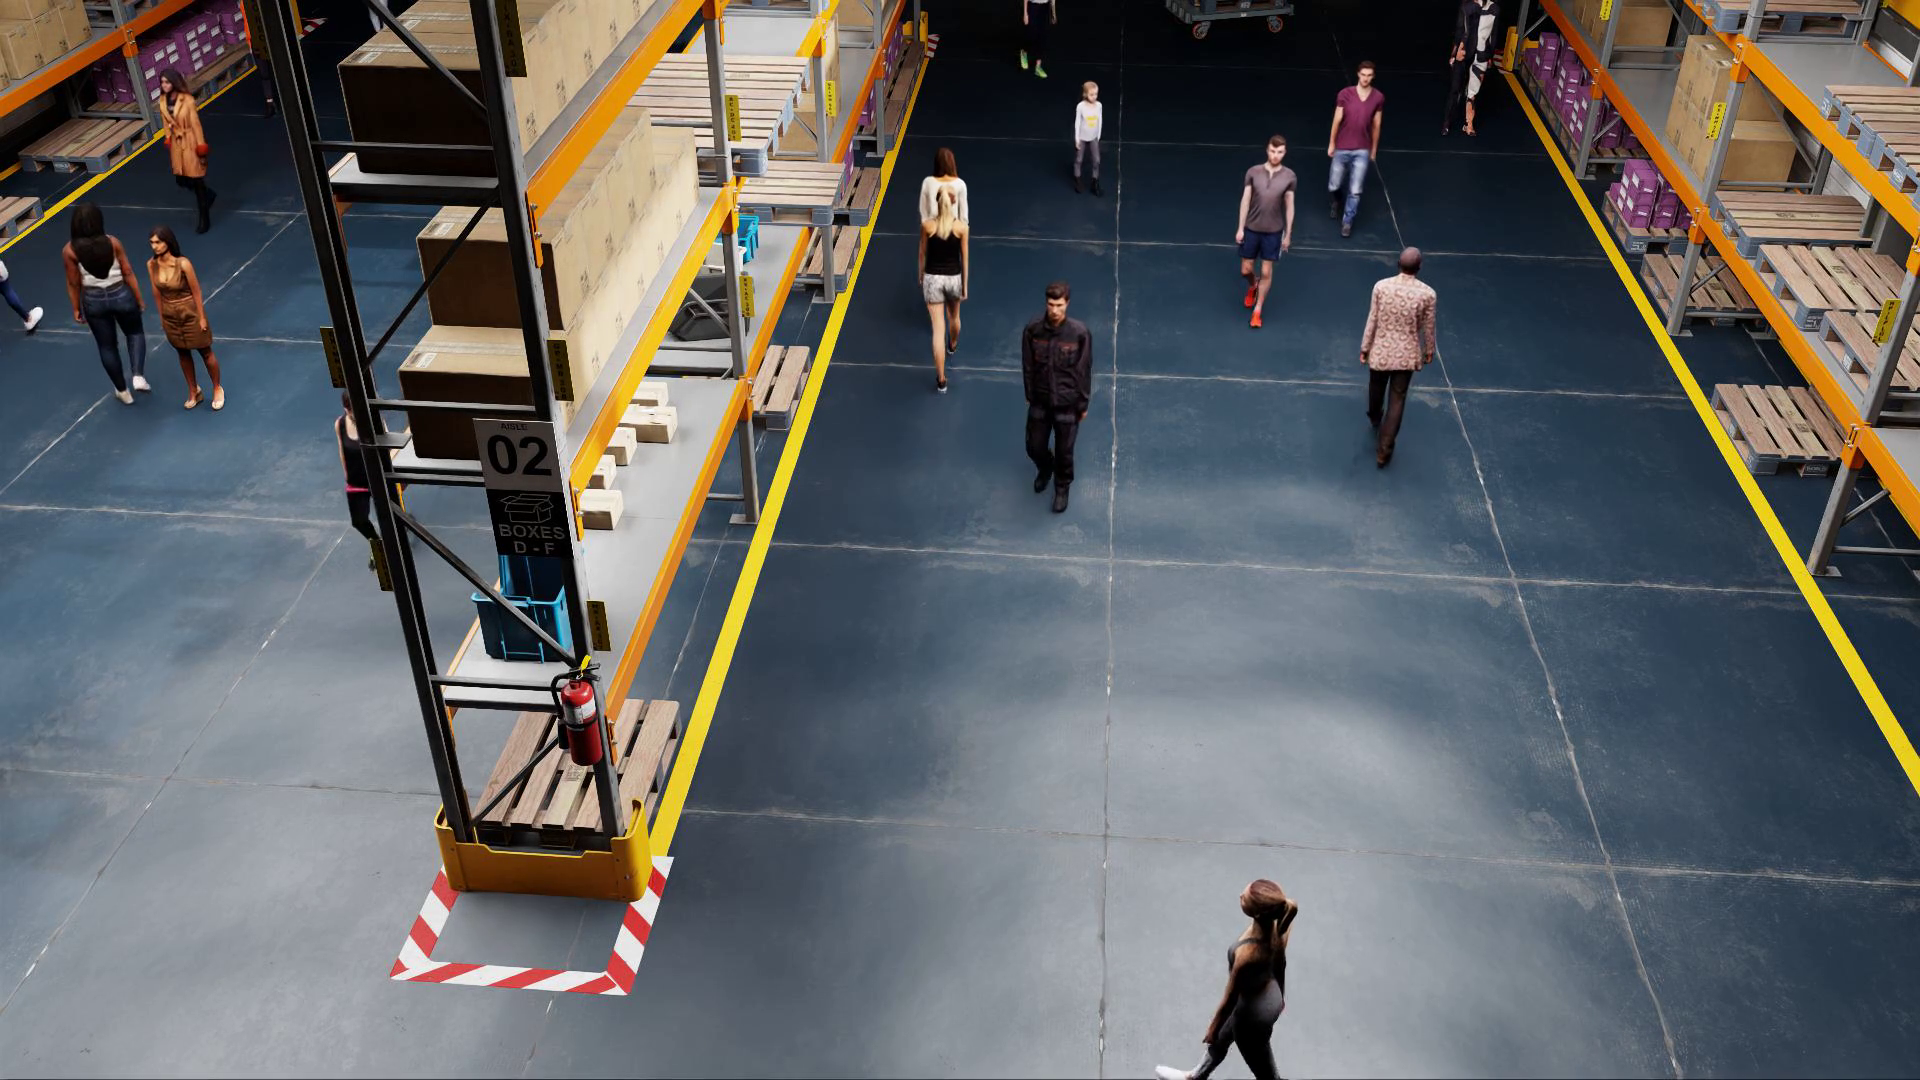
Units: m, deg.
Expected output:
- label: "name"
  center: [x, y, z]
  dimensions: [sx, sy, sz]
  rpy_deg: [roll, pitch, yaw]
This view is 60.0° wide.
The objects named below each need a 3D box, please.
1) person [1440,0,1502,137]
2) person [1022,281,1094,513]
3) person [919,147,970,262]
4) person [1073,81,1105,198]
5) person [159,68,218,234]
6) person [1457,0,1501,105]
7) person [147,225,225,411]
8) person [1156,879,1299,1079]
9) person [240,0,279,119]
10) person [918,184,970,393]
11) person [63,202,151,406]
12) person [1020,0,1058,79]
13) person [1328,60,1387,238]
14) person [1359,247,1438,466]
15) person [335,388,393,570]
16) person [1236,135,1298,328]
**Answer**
- label: "person"
  center: [6.111, -5.778, 19.841]
  dimensions: [0.669, 1.892, 0.575]
  rpy_deg: [4, 34, 6]
- label: "person"
  center: [0.769, -1.151, 12.848]
  dimensions: [0.759, 1.928, 0.771]
  rpy_deg: [7, 34, 11]
- label: "person"
  center: [-0.176, -2.822, 15.619]
  dimensions: [0.659, 1.643, 1.073]
  rpy_deg: [1, 34, 1]
- label: "person"
  center: [1.376, -4.483, 18.460]
  dimensions: [0.628, 1.265, 0.734]
  rpy_deg: [-9, 35, -13]
- label: "person"
  center: [-8.070, -4.125, 17.519]
  dimensions: [0.727, 1.709, 0.794]
  rpy_deg: [7, 34, 10]
- label: "person"
  center: [6.492, -6.378, 20.945]
  dimensions: [0.747, 1.670, 0.953]
  rpy_deg: [7, 34, 10]
- label: "person"
  center: [-6.610, -1.893, 14.180]
  dimensions: [0.551, 1.689, 0.502]
  rpy_deg: [4, 34, 6]
- label: "person"
  center: [1.470, 2.322, 7.902]
  dimensions: [1.046, 1.619, 1.169]
  rpy_deg: [22, 39, 29]
- label: "person"
  center: [-8.506, -6.065, 20.403]
  dimensions: [0.612, 1.749, 0.541]
  rpy_deg: [4, 34, 6]
- label: "person"
  center: [-0.152, -2.190, 14.533]
  dimensions: [0.687, 1.793, 1.181]
  rpy_deg: [-1, 34, -1]
- label: "person"
  center: [-7.244, -1.979, 14.218]
  dimensions: [0.875, 1.790, 0.904]
  rpy_deg: [-17, 37, -24]
- label: "person"
  center: [0.982, -6.937, 21.768]
  dimensions: [0.784, 1.689, 0.851]
  rpy_deg: [-17, 37, -24]
- label: "person"
  center: [4.117, -4.138, 17.420]
  dimensions: [0.724, 1.842, 0.858]
  rpy_deg: [6, 34, 10]
- label: "person"
  center: [3.502, -1.449, 13.446]
  dimensions: [0.953, 1.763, 1.236]
  rpy_deg: [12, 36, 18]
- label: "person"
  center: [-4.298, -0.496, 12.214]
  dimensions: [0.573, 1.540, 0.564]
  rpy_deg: [0, 34, 1]
- label: "person"
  center: [2.862, -2.933, 15.606]
  dimensions: [0.740, 1.842, 0.818]
  rpy_deg: [9, 35, 13]
